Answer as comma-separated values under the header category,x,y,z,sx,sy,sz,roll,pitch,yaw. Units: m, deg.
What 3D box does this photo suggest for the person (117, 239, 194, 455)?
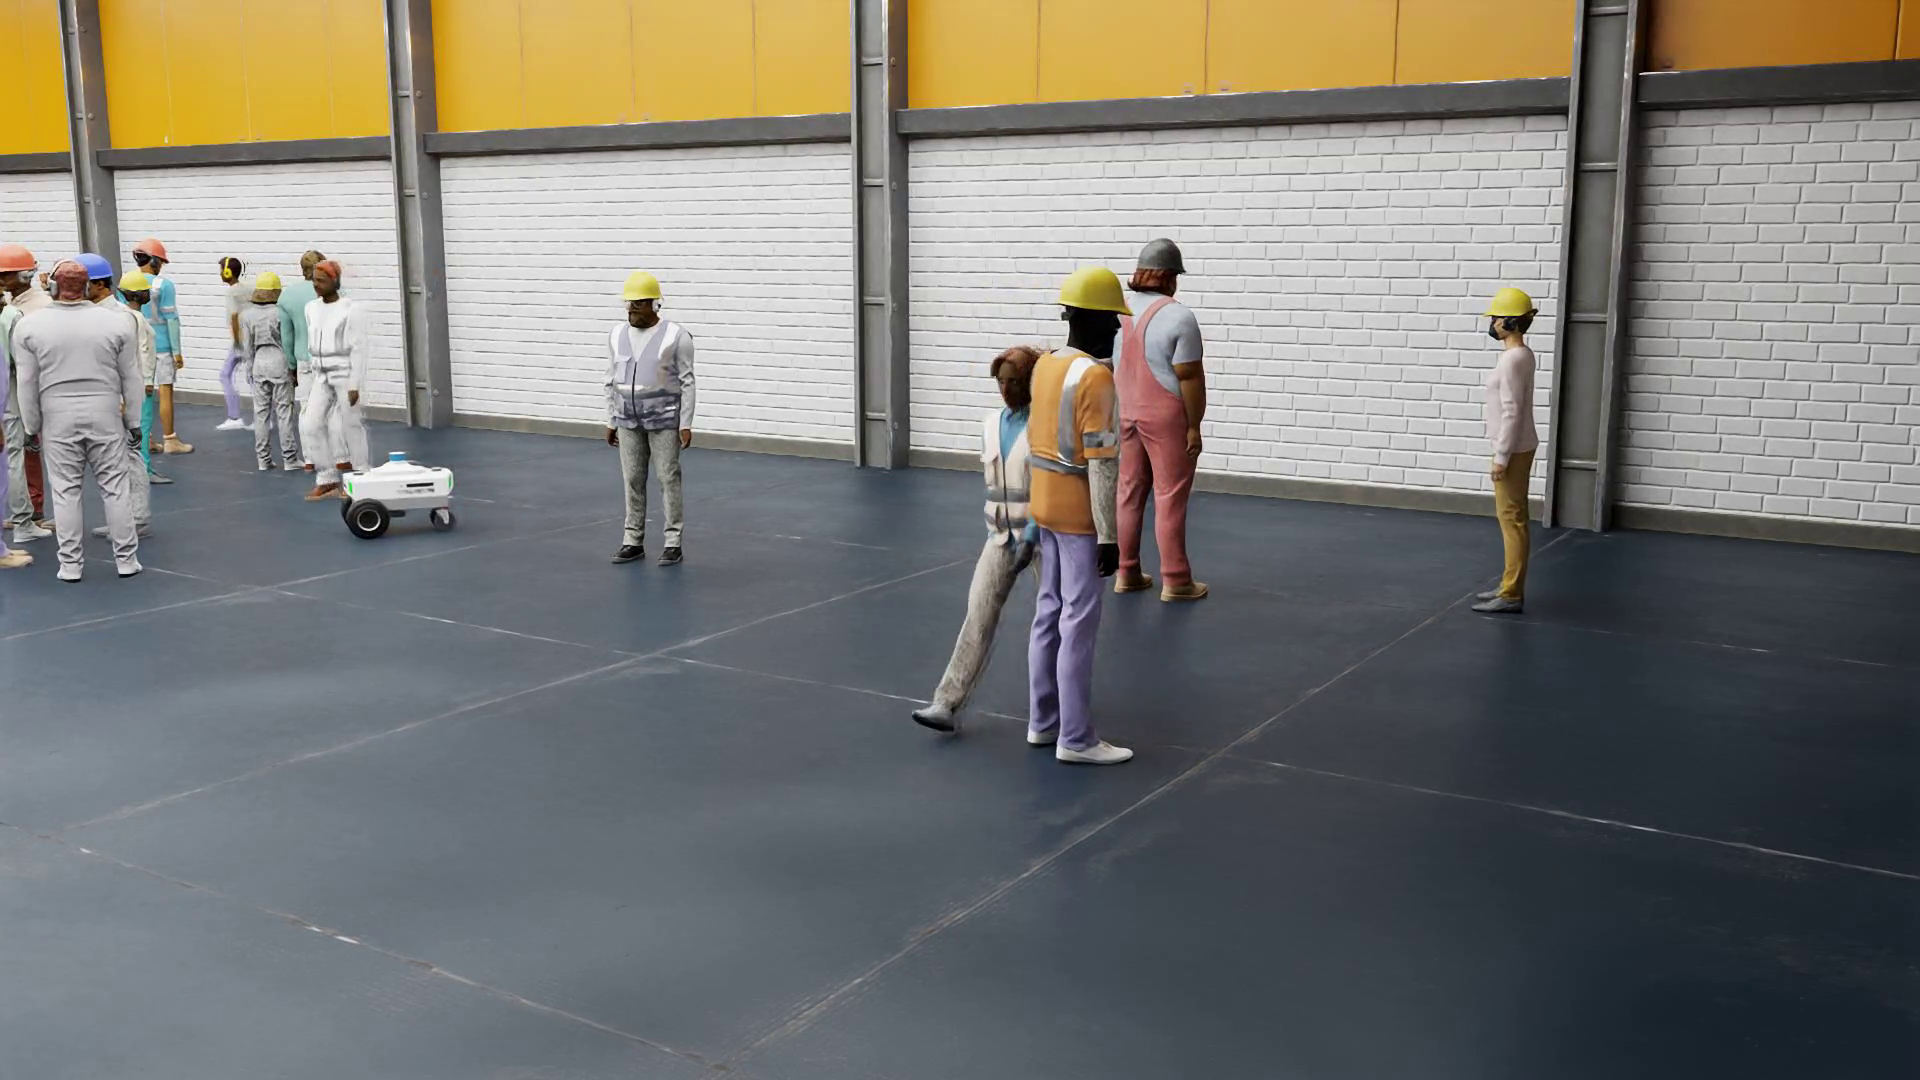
category,x,y,z,sx,sy,sz,roll,pitch,yaw
person,-7.594,-1.812,15.700,0.610,2.030,0.408,3,11,15

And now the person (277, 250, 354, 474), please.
category,x,y,z,sx,sy,sz,roll,pitch,yaw
person,-5.543,-1.533,14.411,0.632,1.939,0.372,0,10,2

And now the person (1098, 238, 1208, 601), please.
category,x,y,z,sx,sy,sz,roll,pitch,yaw
person,1.141,-0.687,9.438,0.536,2.000,0.674,-10,14,-43

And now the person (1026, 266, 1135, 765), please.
category,x,y,z,sx,sy,sz,roll,pitch,yaw
person,0.469,-0.094,6.475,0.382,1.923,0.593,-4,11,-22

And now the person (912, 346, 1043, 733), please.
category,x,y,z,sx,sy,sz,roll,pitch,yaw
person,0.200,0.020,6.764,0.512,1.582,0.893,9,14,42

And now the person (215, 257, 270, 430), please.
category,x,y,z,sx,sy,sz,roll,pitch,yaw
person,-7.711,-2.082,17.723,0.682,1.844,0.524,2,10,9

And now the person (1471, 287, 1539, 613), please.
category,x,y,z,sx,sy,sz,roll,pitch,yaw
person,2.974,-0.481,9.058,0.328,1.769,0.526,5,11,25

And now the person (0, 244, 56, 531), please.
category,x,y,z,sx,sy,sz,roll,pitch,yaw
person,-6.474,-1.050,11.579,0.623,1.990,0.391,3,11,16

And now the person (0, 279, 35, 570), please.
category,x,y,z,sx,sy,sz,roll,pitch,yaw
person,-5.972,-0.722,10.218,0.347,1.834,0.518,-7,13,-35

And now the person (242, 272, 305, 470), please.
category,x,y,z,sx,sy,sz,roll,pitch,yaw
person,-6.051,-1.483,14.674,0.488,1.744,0.296,2,10,9

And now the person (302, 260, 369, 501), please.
category,x,y,z,sx,sy,sz,roll,pitch,yaw
person,-4.870,-1.211,12.836,0.626,1.858,0.673,5,11,24

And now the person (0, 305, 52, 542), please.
category,x,y,z,sx,sy,sz,roll,pitch,yaw
person,-6.478,-0.929,11.120,0.590,1.919,0.392,0,10,-1

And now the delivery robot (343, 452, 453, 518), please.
category,x,y,z,sx,sy,sz,roll,pitch,yaw
delivery robot,-3.884,-0.366,11.519,0.707,0.478,0.477,-5,11,-24

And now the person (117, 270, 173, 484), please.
category,x,y,z,sx,sy,sz,roll,pitch,yaw
person,-6.798,-1.346,13.839,0.301,1.771,0.533,-7,12,-33

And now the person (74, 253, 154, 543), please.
category,x,y,z,sx,sy,sz,roll,pitch,yaw
person,-5.717,-0.951,11.197,0.617,1.937,0.422,9,13,40

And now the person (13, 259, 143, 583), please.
category,x,y,z,sx,sy,sz,roll,pitch,yaw
person,-5.219,-0.704,9.893,0.651,1.910,0.404,-6,12,-30

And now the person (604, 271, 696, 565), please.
category,x,y,z,sx,sy,sz,roll,pitch,yaw
person,-1.945,-0.750,10.363,0.601,1.830,0.403,3,11,15
